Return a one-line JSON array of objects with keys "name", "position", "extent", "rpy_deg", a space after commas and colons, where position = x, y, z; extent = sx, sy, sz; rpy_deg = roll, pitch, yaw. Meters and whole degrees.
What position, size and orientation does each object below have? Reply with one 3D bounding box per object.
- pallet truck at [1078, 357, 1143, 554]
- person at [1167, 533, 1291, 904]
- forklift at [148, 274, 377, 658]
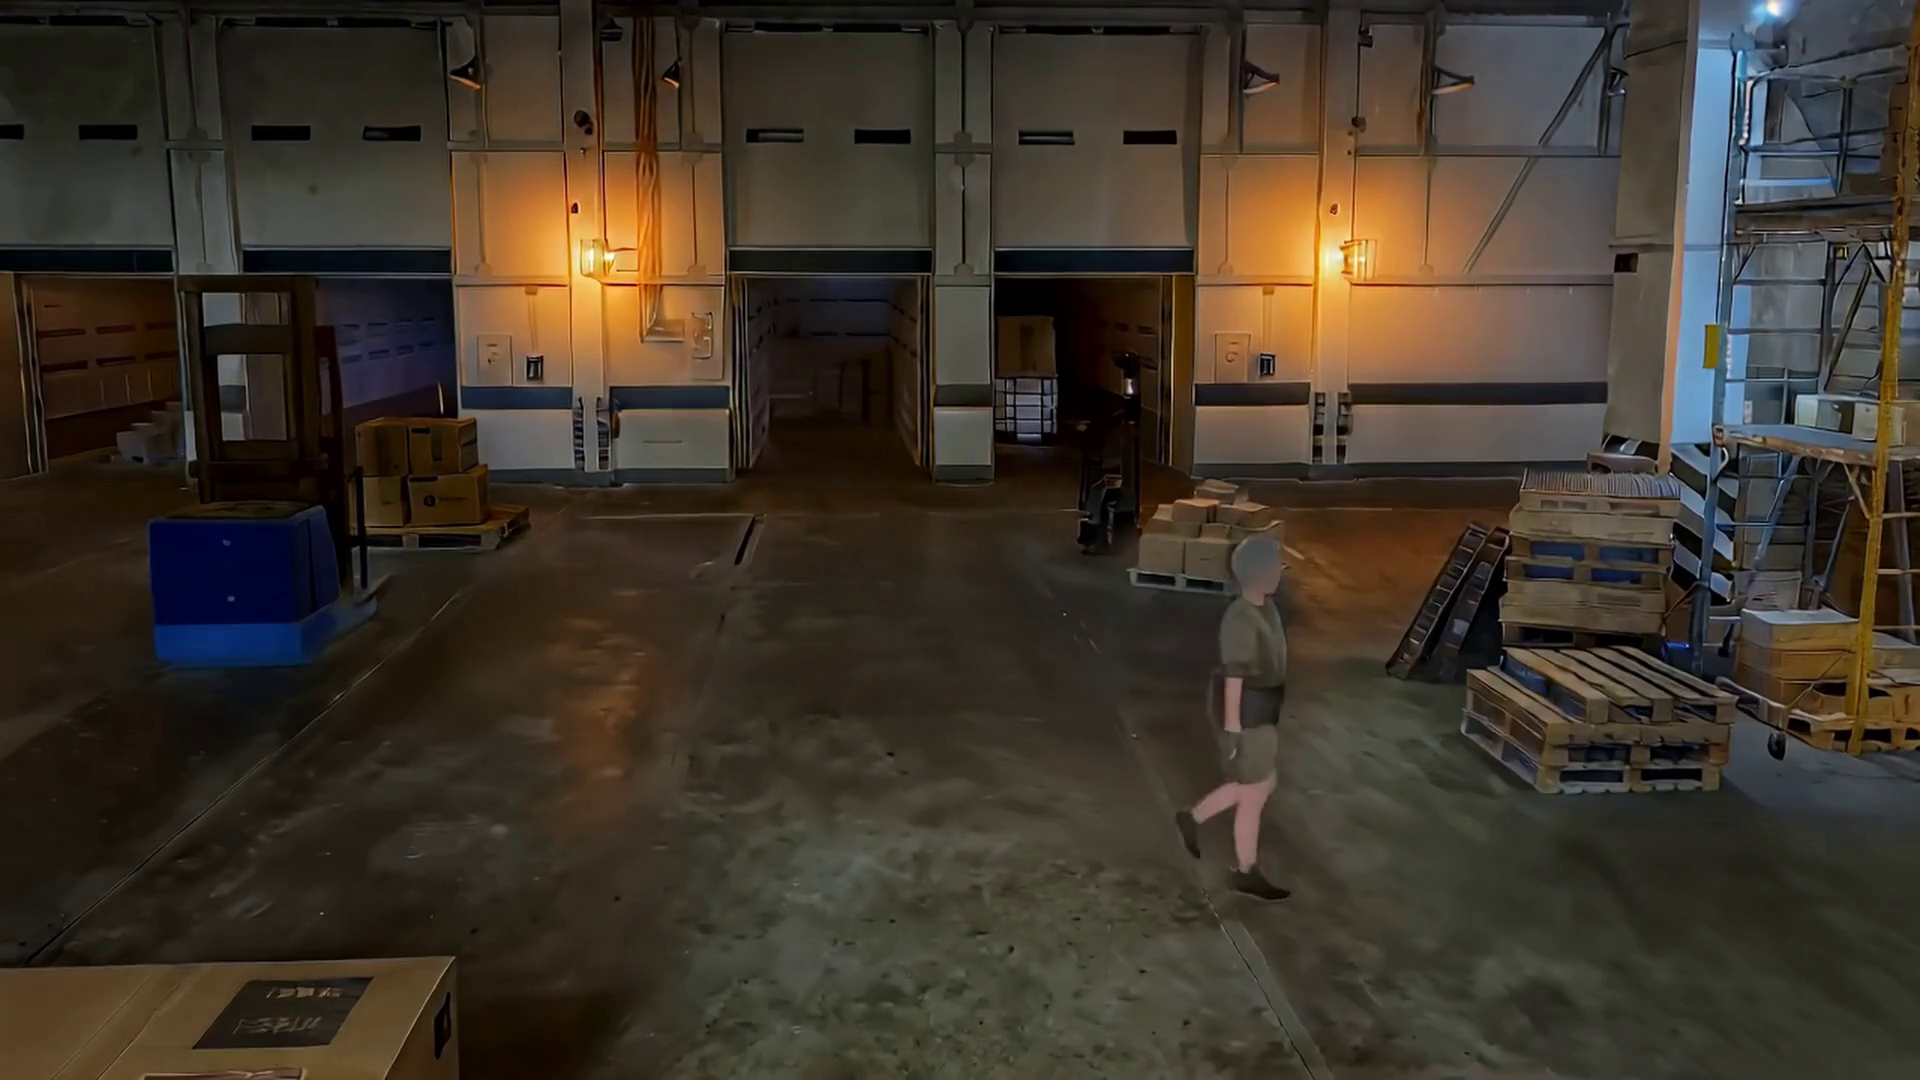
[{"name": "pallet truck", "position": [2.088, -0.836, 16.757], "extent": [1.885, 1.965, 0.823], "rpy_deg": [2, 9, 13]}, {"name": "person", "position": [1.233, 0.791, 7.513], "extent": [0.524, 1.686, 0.536], "rpy_deg": [3, 10, 21]}, {"name": "forklift", "position": [-5.348, -0.627, 12.681], "extent": [1.129, 2.768, 1.873], "rpy_deg": [-1, 9, -4]}]
